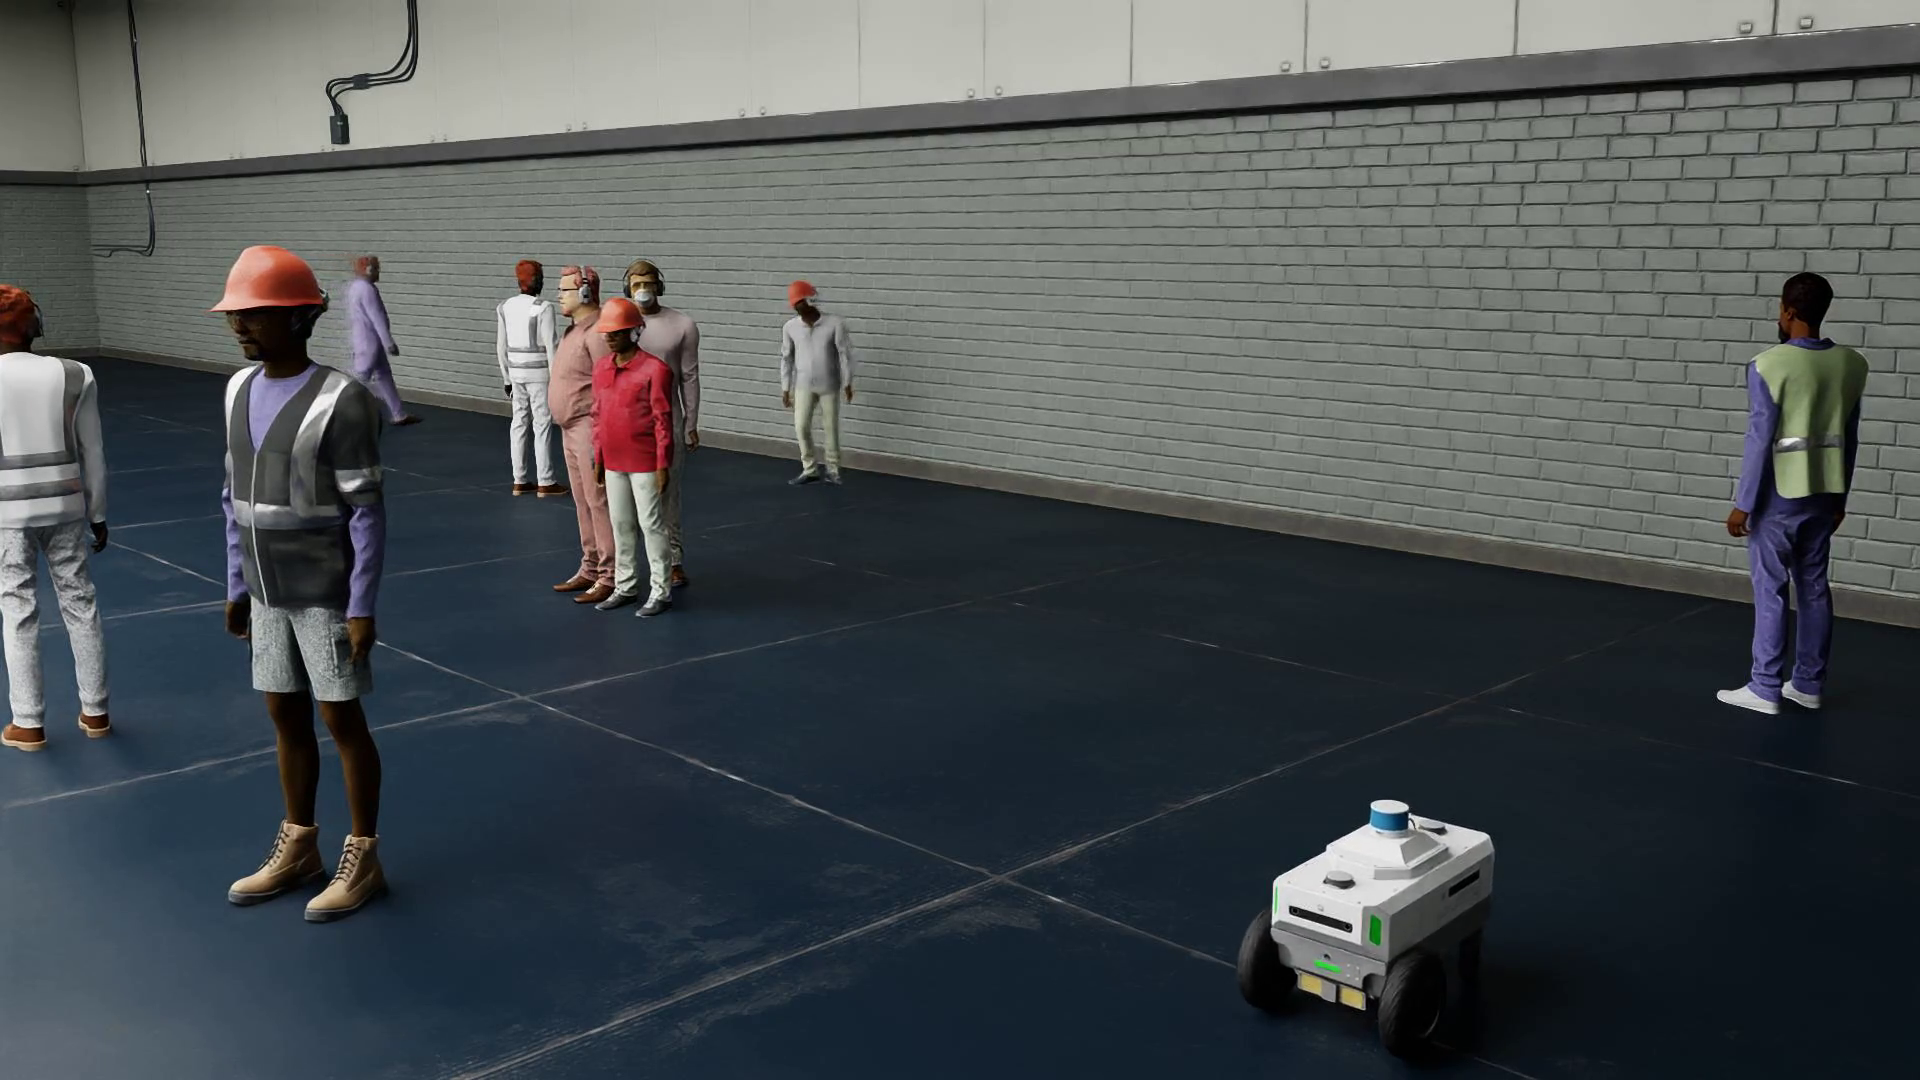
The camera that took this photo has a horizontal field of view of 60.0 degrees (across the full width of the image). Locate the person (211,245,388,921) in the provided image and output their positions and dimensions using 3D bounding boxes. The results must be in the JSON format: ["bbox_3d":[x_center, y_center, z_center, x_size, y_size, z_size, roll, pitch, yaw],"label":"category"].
[{"bbox_3d":[-2.016,0.143,5.056,0.605,2.045,0.386,5,12,27],"label":"person"}]

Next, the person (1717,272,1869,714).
[{"bbox_3d":[3.631,-0.194,7.236,0.599,1.917,0.376,-4,11,-18],"label":"person"}]

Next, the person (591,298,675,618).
[{"bbox_3d":[-1.812,-0.448,9.101,0.571,1.743,0.351,7,12,33],"label":"person"}]

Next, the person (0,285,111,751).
[{"bbox_3d":[-3.762,-0.086,6.747,0.576,1.881,0.354,-10,14,-43],"label":"person"}]

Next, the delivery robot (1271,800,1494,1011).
[{"bbox_3d":[1.150,0.945,4.487,0.477,0.478,0.707,9,14,41],"label":"delivery robot"}]

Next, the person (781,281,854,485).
[{"bbox_3d":[-1.176,-1.293,13.817,0.607,1.706,0.471,1,10,6],"label":"person"}]

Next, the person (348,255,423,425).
[{"bbox_3d":[-6.328,-2.127,17.942,0.922,1.860,0.650,-5,11,-25],"label":"person"}]

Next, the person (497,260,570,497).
[{"bbox_3d":[-3.407,-1.280,13.253,0.584,1.882,0.339,5,12,27],"label":"person"}]

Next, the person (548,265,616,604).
[{"bbox_3d":[-2.138,-0.601,9.489,0.409,1.907,0.648,-6,12,-29],"label":"person"}]

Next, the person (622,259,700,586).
[{"bbox_3d":[-1.840,-0.680,9.832,0.629,1.939,0.372,-3,11,-15],"label":"person"}]
